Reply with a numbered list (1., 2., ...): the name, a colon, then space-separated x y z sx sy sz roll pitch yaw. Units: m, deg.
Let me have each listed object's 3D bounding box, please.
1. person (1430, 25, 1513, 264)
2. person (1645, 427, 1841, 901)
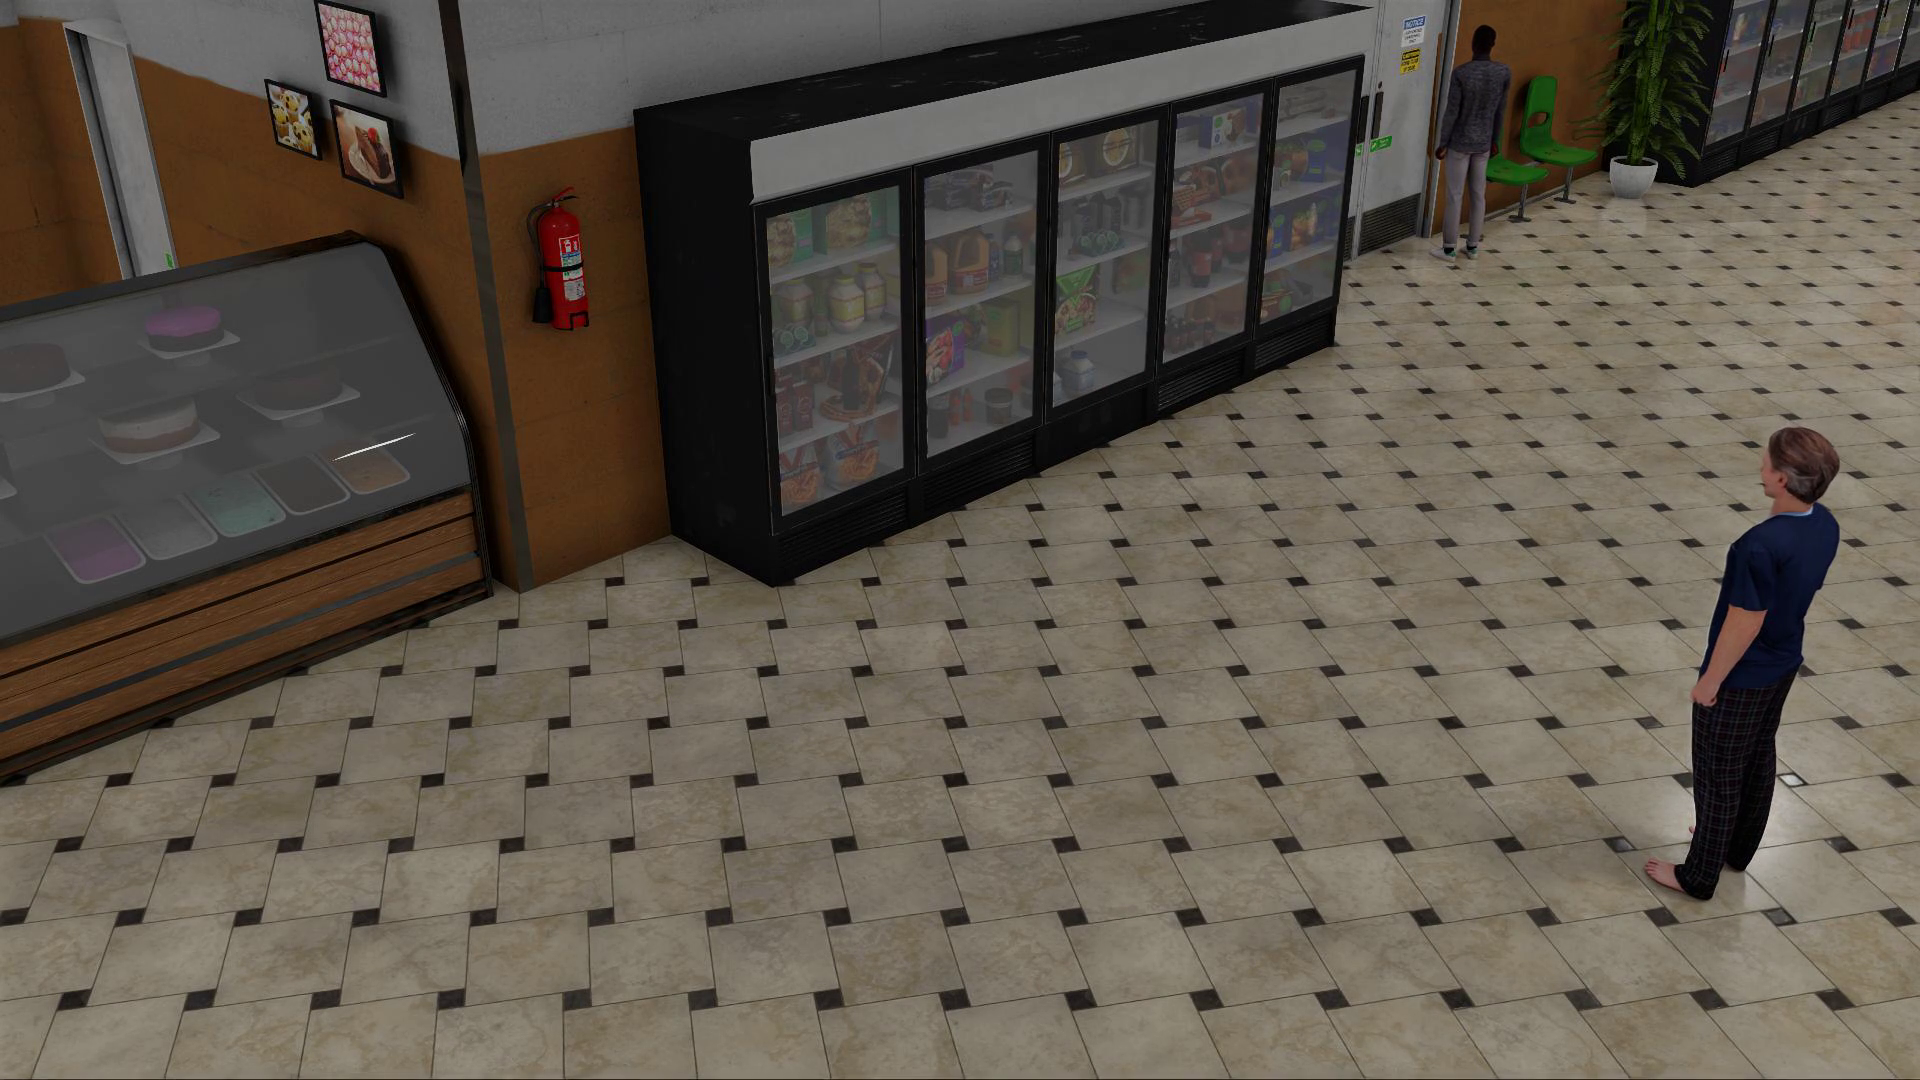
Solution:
1. person: 4.037 -3.131 13.170 0.767 1.838 0.754 -6 27 -11
2. person: 2.882 0.462 6.050 0.691 1.869 0.595 -18 32 -31
